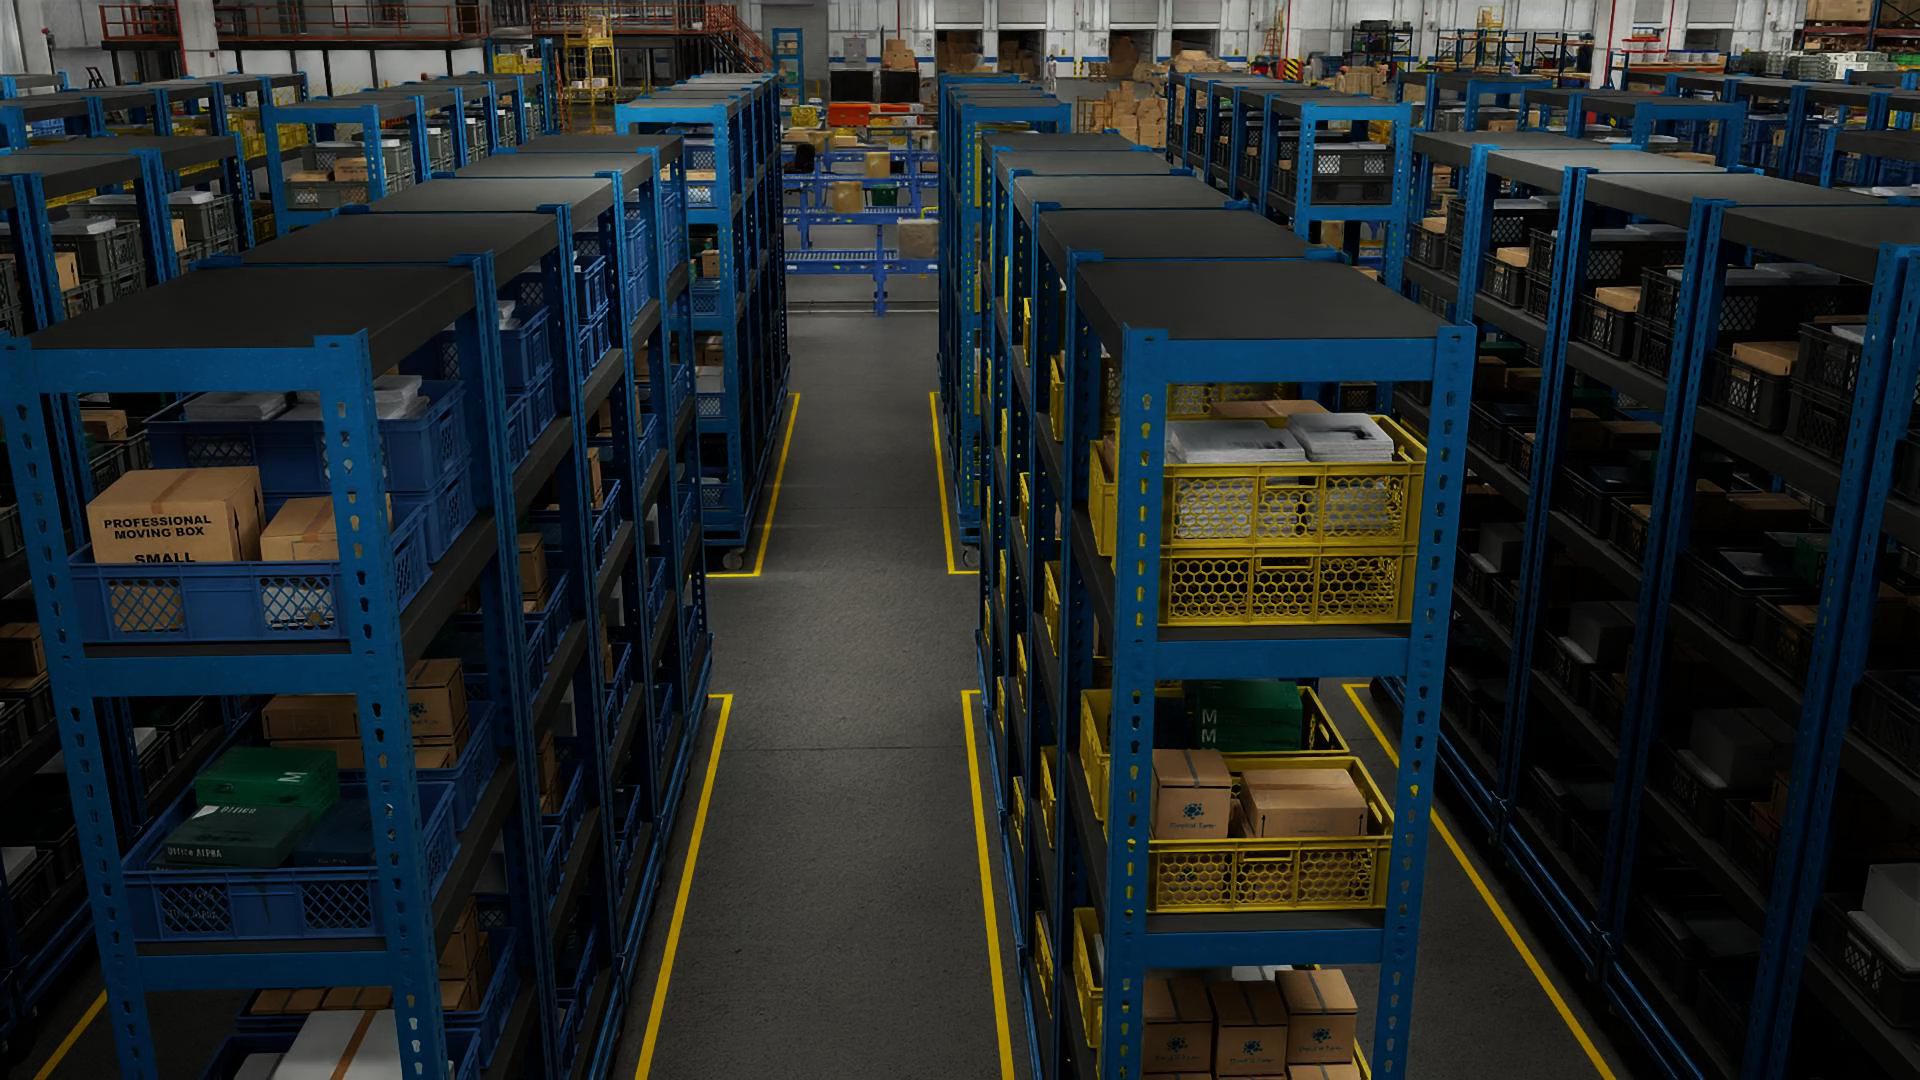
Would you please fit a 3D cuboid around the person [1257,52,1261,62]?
[{"bbox_3d":[16.259,-25.587,90.275,0.643,1.722,0.495,7,19,22],"label":"person"}]

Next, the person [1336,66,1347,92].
[{"bbox_3d":[15.037,-17.696,65.554,0.385,1.929,0.541,7,19,20],"label":"person"}]

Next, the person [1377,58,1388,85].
[{"bbox_3d":[20.767,-22.816,81.778,0.533,1.691,0.322,-1,18,-3],"label":"person"}]

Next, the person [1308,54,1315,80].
[{"bbox_3d":[17.768,-23.872,84.869,0.947,1.793,0.660,10,20,27],"label":"person"}]

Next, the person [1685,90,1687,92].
[{"bbox_3d":[25.272,-15.331,58.168,0.612,1.963,0.361,1,18,2],"label":"person"}]

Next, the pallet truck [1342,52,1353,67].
[{"bbox_3d":[18.794,-23.123,82.231,0.823,1.965,1.885,-13,22,-35],"label":"pallet truck"}]

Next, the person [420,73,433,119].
[{"bbox_3d":[-19.473,-16.078,60.647,0.503,1.867,0.575,-2,18,-6],"label":"person"}]

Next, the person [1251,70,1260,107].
[{"bbox_3d":[10.562,-15.768,59.486,0.391,1.988,0.611,-11,21,-32],"label":"person"}]

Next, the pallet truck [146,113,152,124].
[{"bbox_3d":[-18.087,-8.309,36.390,1.885,1.965,0.823,-1,18,-4],"label":"pallet truck"}]

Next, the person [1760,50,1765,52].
[{"bbox_3d":[41.796,-24.605,86.918,0.552,1.933,0.368,-9,20,-27],"label":"person"}]

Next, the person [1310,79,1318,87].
[{"bbox_3d":[12.327,-15.208,58.110,0.328,1.767,0.532,11,21,29],"label":"person"}]

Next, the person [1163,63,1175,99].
[{"bbox_3d":[8.307,-17.717,65.433,0.689,2.000,0.539,-3,18,-9],"label":"person"}]

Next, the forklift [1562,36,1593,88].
[{"bbox_3d":[28.981,-22.023,77.415,1.873,2.768,1.129,-1,18,-2],"label":"forklift"}]

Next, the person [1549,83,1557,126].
[{"bbox_3d":[19.324,-14.059,54.531,0.943,1.785,0.611,9,20,27],"label":"person"}]

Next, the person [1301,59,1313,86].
[{"bbox_3d":[15.691,-20.764,75.161,0.503,1.861,0.328,5,18,14],"label":"person"}]

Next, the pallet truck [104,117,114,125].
[{"bbox_3d":[-18.367,-7.885,35.078,1.885,1.965,0.823,1,18,2],"label":"pallet truck"}]

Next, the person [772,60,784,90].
[{"bbox_3d":[-9.327,-24.021,85.298,0.649,1.822,0.632,17,24,42],"label":"person"}]

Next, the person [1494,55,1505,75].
[{"bbox_3d":[26.099,-22.499,80.457,0.660,1.898,0.660,14,23,37],"label":"person"}]

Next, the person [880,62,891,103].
[{"bbox_3d":[-3.110,-19.180,70.169,0.460,1.906,0.596,0,18,1],"label":"person"}]

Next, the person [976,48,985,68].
[{"bbox_3d":[1.167,-26.257,92.061,0.599,1.921,0.604,8,19,22],"label":"person"}]

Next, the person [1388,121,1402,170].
[{"bbox_3d":[11.228,-10.162,42.574,0.542,1.724,0.919,2,18,5],"label":"person"}]

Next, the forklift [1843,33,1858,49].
[{"bbox_3d":[44.508,-23.936,83.335,1.873,2.768,1.129,-2,18,-7],"label":"forklift"}]

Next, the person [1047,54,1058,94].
[{"bbox_3d":[4.426,-22.409,80.119,0.373,1.939,0.628,-16,24,-40],"label":"person"}]

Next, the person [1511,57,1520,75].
[{"bbox_3d":[25.190,-20.924,75.534,0.356,1.930,0.592,13,22,34],"label":"person"}]
